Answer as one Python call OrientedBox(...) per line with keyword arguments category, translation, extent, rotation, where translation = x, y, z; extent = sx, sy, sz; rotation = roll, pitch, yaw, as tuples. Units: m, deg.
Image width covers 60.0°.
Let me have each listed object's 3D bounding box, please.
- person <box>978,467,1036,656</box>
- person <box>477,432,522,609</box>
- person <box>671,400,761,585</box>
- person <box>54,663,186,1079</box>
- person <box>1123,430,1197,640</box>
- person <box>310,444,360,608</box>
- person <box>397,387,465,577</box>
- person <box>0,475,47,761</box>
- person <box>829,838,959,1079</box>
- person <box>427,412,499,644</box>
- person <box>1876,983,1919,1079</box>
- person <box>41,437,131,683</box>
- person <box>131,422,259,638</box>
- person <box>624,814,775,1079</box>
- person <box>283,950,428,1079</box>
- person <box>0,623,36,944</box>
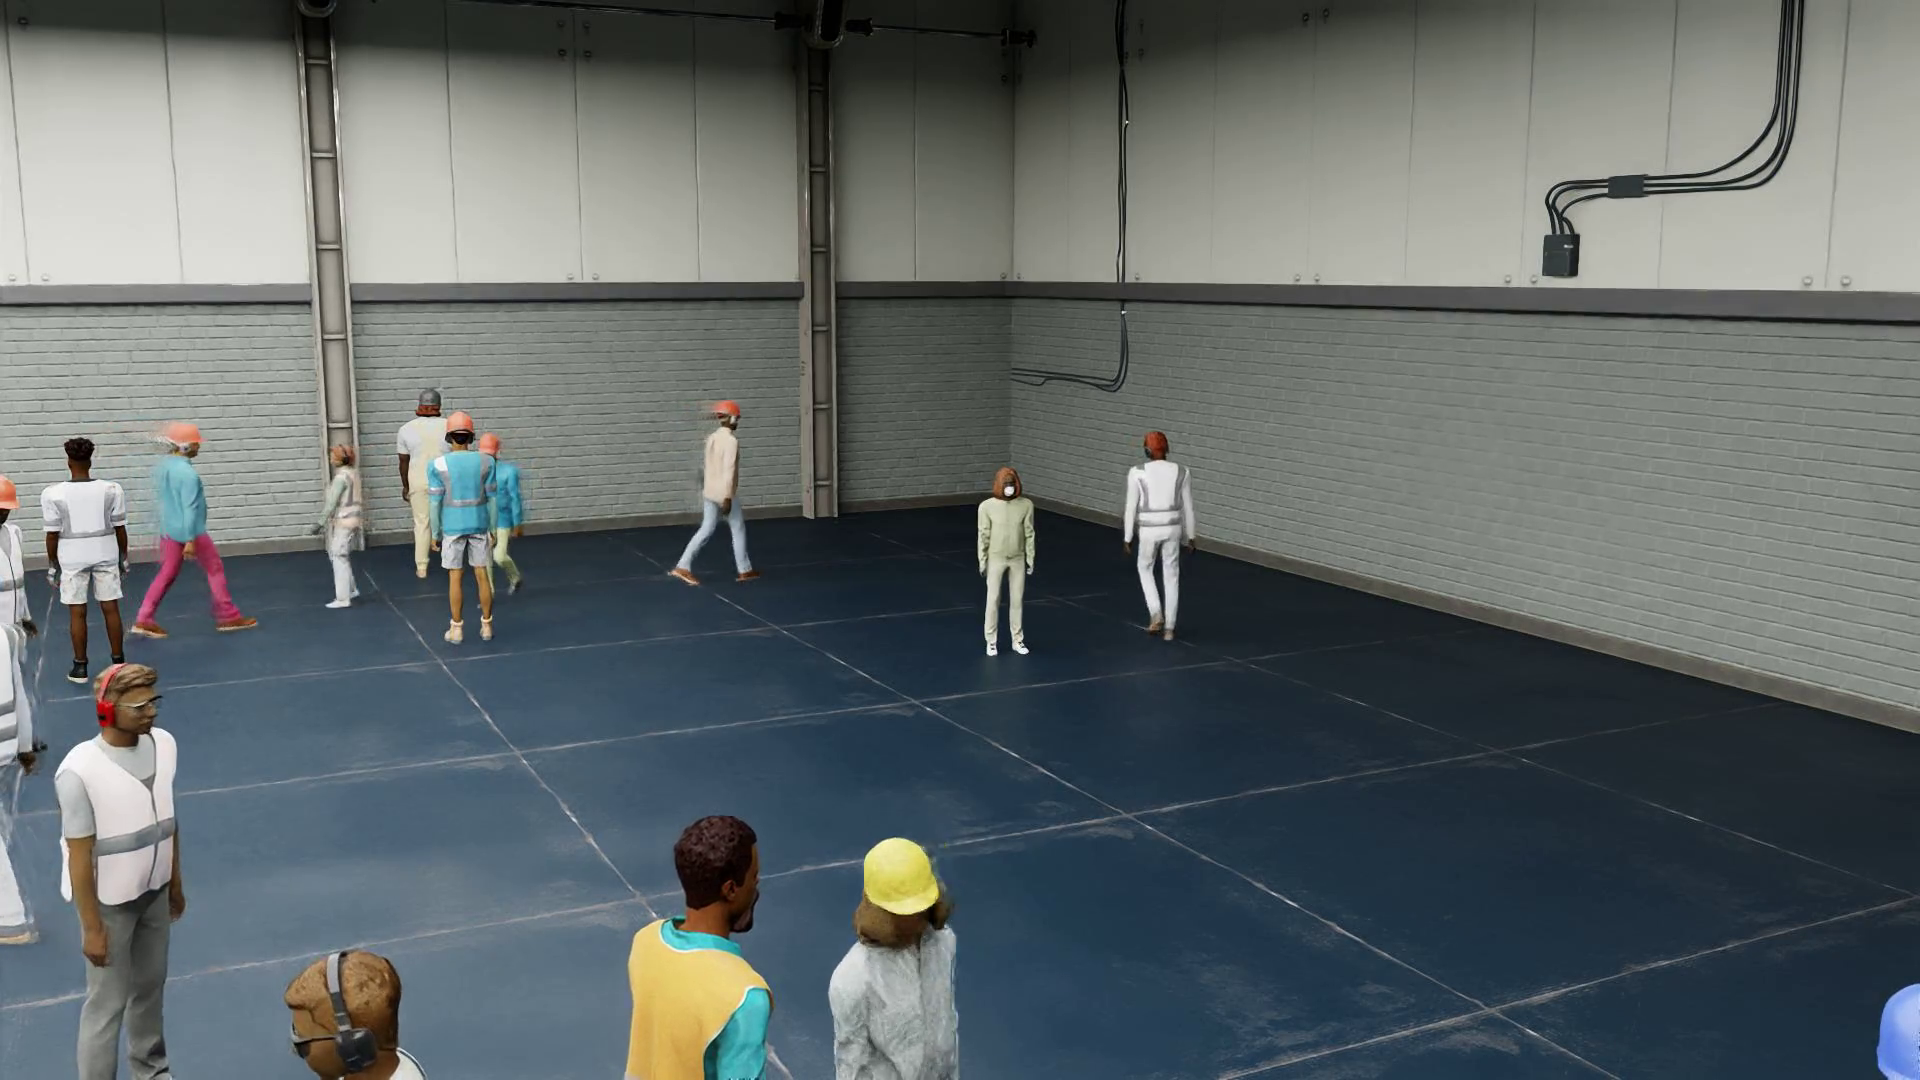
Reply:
OrientedBox(category="person", translation=(0.398, 0.183, 14.181), extent=(0.501, 1.627, 0.283), rotation=(-2, 10, -14))
OrientedBox(category="person", translation=(-4.560, -0.206, 16.252), extent=(0.577, 1.731, 0.518), rotation=(1, 9, 8))
OrientedBox(category="person", translation=(-2.576, -0.490, 17.415), extent=(0.996, 1.941, 0.635), rotation=(-7, 12, -38))
OrientedBox(category="person", translation=(-3.173, 1.358, 6.309), extent=(0.404, 1.834, 0.562), rotation=(2, 9, 12))
OrientedBox(category="person", translation=(1.791, -0.043, 14.840), extent=(0.685, 1.860, 0.445), rotation=(-1, 9, -4))
OrientedBox(category="person", translation=(-6.063, -0.133, 16.151), extent=(0.462, 1.616, 0.556), rotation=(-2, 10, -14))
OrientedBox(category="person", translation=(-5.659, -0.624, 17.870), extent=(0.686, 2.000, 0.535), rotation=(-3, 10, -16))
OrientedBox(category="person", translation=(-6.431, 0.522, 11.158), extent=(0.376, 1.928, 0.542), rotation=(2, 9, 11))
OrientedBox(category="person", translation=(-0.132, 1.662, 4.816), extent=(0.350, 1.717, 0.624), rotation=(7, 12, 37))
OrientedBox(category="person", translation=(-4.381, -0.108, 14.687), extent=(0.609, 2.043, 0.379), rotation=(-5, 11, -29))
OrientedBox(category="person", translation=(1.849, 1.789, 3.289), extent=(0.605, 1.949, 0.402), rotation=(2, 9, 11))
OrientedBox(category="person", translation=(-6.968, 0.157, 13.292), extent=(0.611, 1.965, 0.362), rotation=(-7, 12, -37))
OrientedBox(category="person", translation=(-6.966, -0.092, 14.928), extent=(0.607, 1.943, 1.045), rotation=(8, 12, 41))
OrientedBox(category="person", translation=(-0.682, 1.649, 4.318), extent=(0.412, 1.905, 0.602), rotation=(-6, 11, -33))
OrientedBox(category="person", translation=(-1.270, 1.778, 3.694), extent=(0.351, 1.839, 0.506), rotation=(-6, 11, -32))
OrientedBox(category="person", translation=(-4.828, 1.056, 8.054), extent=(0.608, 1.863, 0.622), rotation=(1, 9, 8))
